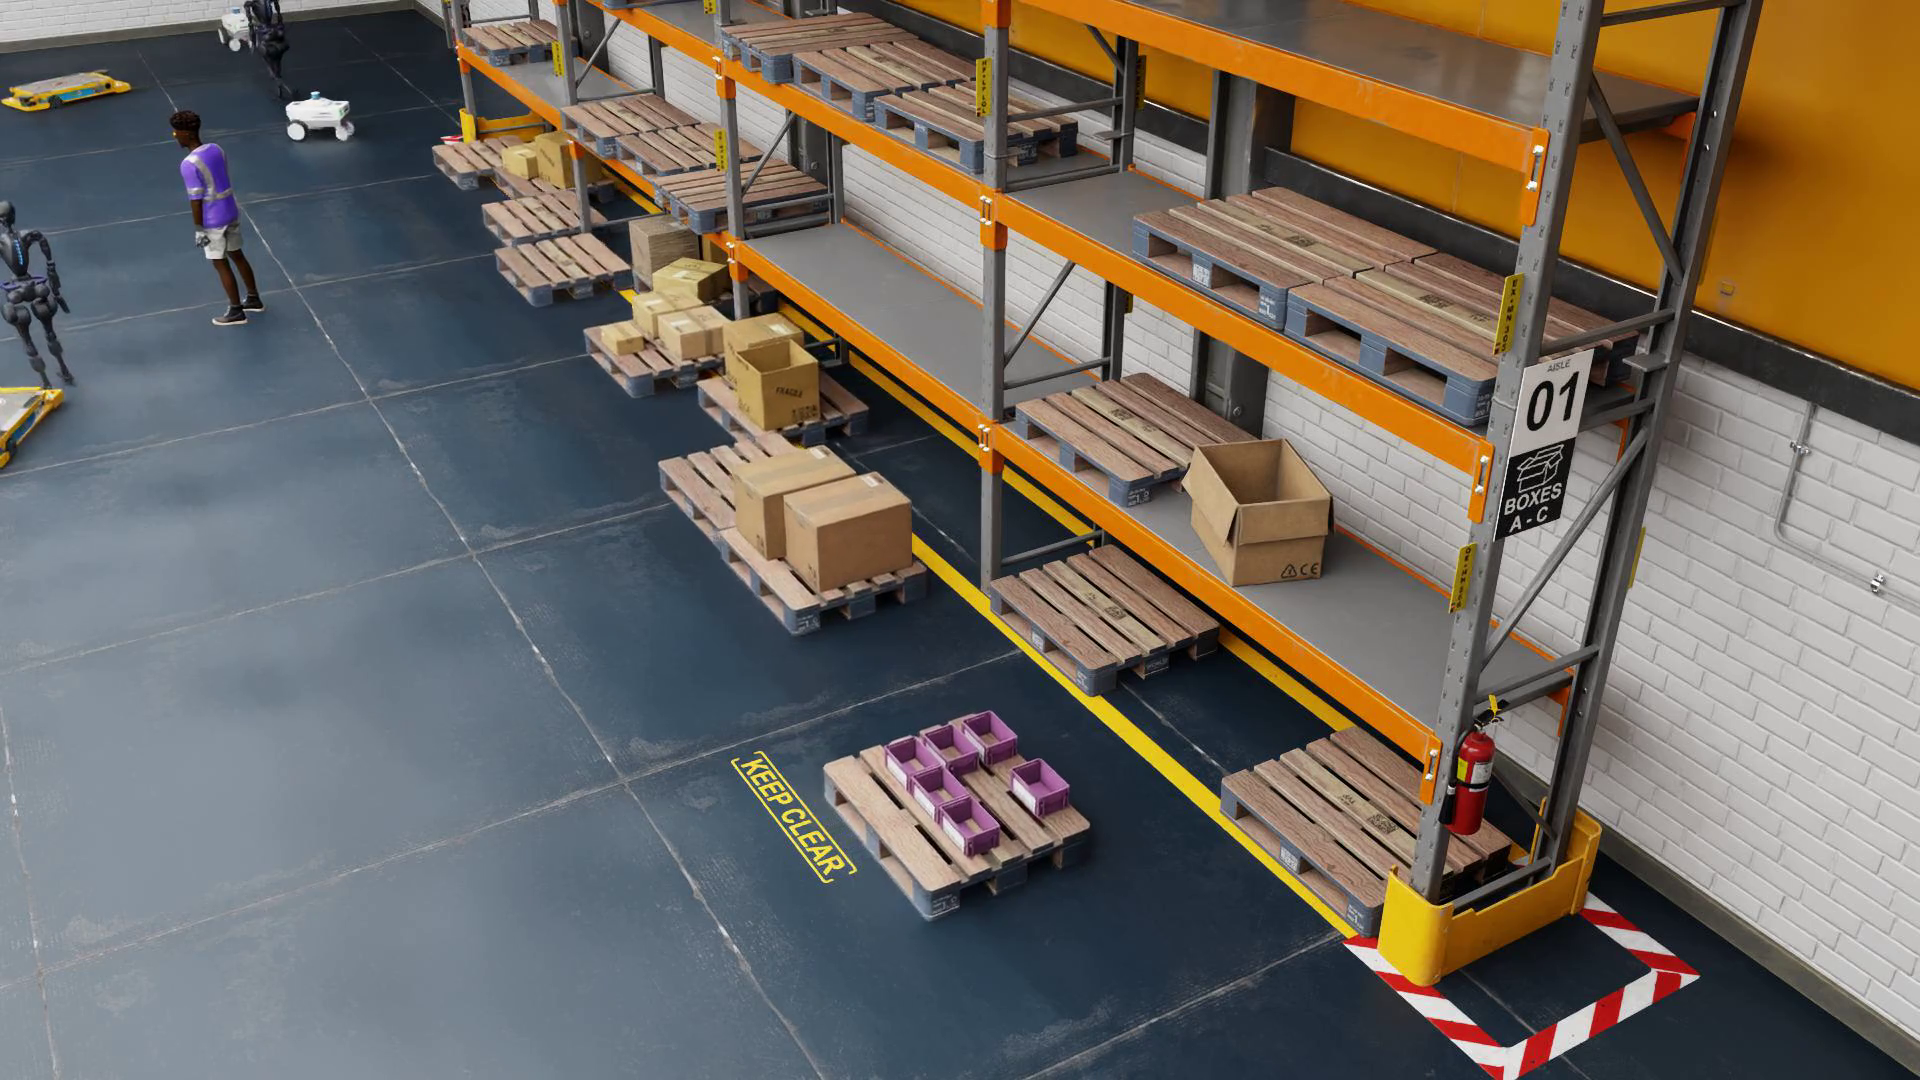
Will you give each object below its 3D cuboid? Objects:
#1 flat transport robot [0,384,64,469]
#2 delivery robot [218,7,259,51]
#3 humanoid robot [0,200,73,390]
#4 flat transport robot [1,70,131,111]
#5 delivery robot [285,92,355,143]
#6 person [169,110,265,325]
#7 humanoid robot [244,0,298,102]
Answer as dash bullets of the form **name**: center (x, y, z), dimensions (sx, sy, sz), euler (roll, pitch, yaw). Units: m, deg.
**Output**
- **flat transport robot**: center (-7.738, -0.894, 13.209), dimensions (0.659, 0.231, 1.431), euler (-3, 30, -5)
- **delivery robot**: center (-10.773, -7.638, 24.846), dimensions (0.520, 0.614, 0.785), euler (-19, 35, -30)
- **humanoid robot**: center (-7.737, -1.997, 13.730), dimensions (0.400, 1.653, 0.611), euler (25, 38, 37)
- **flat transport robot**: center (-11.950, -6.003, 22.230), dimensions (0.659, 0.231, 1.431), euler (20, 35, 32)
- **delivery robot**: center (-7.954, -5.236, 20.594), dimensions (0.794, 0.603, 0.499), euler (-1, 30, -1)
- **person**: center (-6.776, -2.926, 15.098), dimensions (0.391, 1.954, 0.616), euler (4, 30, 7)
- **humanoid robot**: center (-8.972, -6.551, 21.783), dimensions (0.642, 1.630, 0.585), euler (15, 33, 24)
